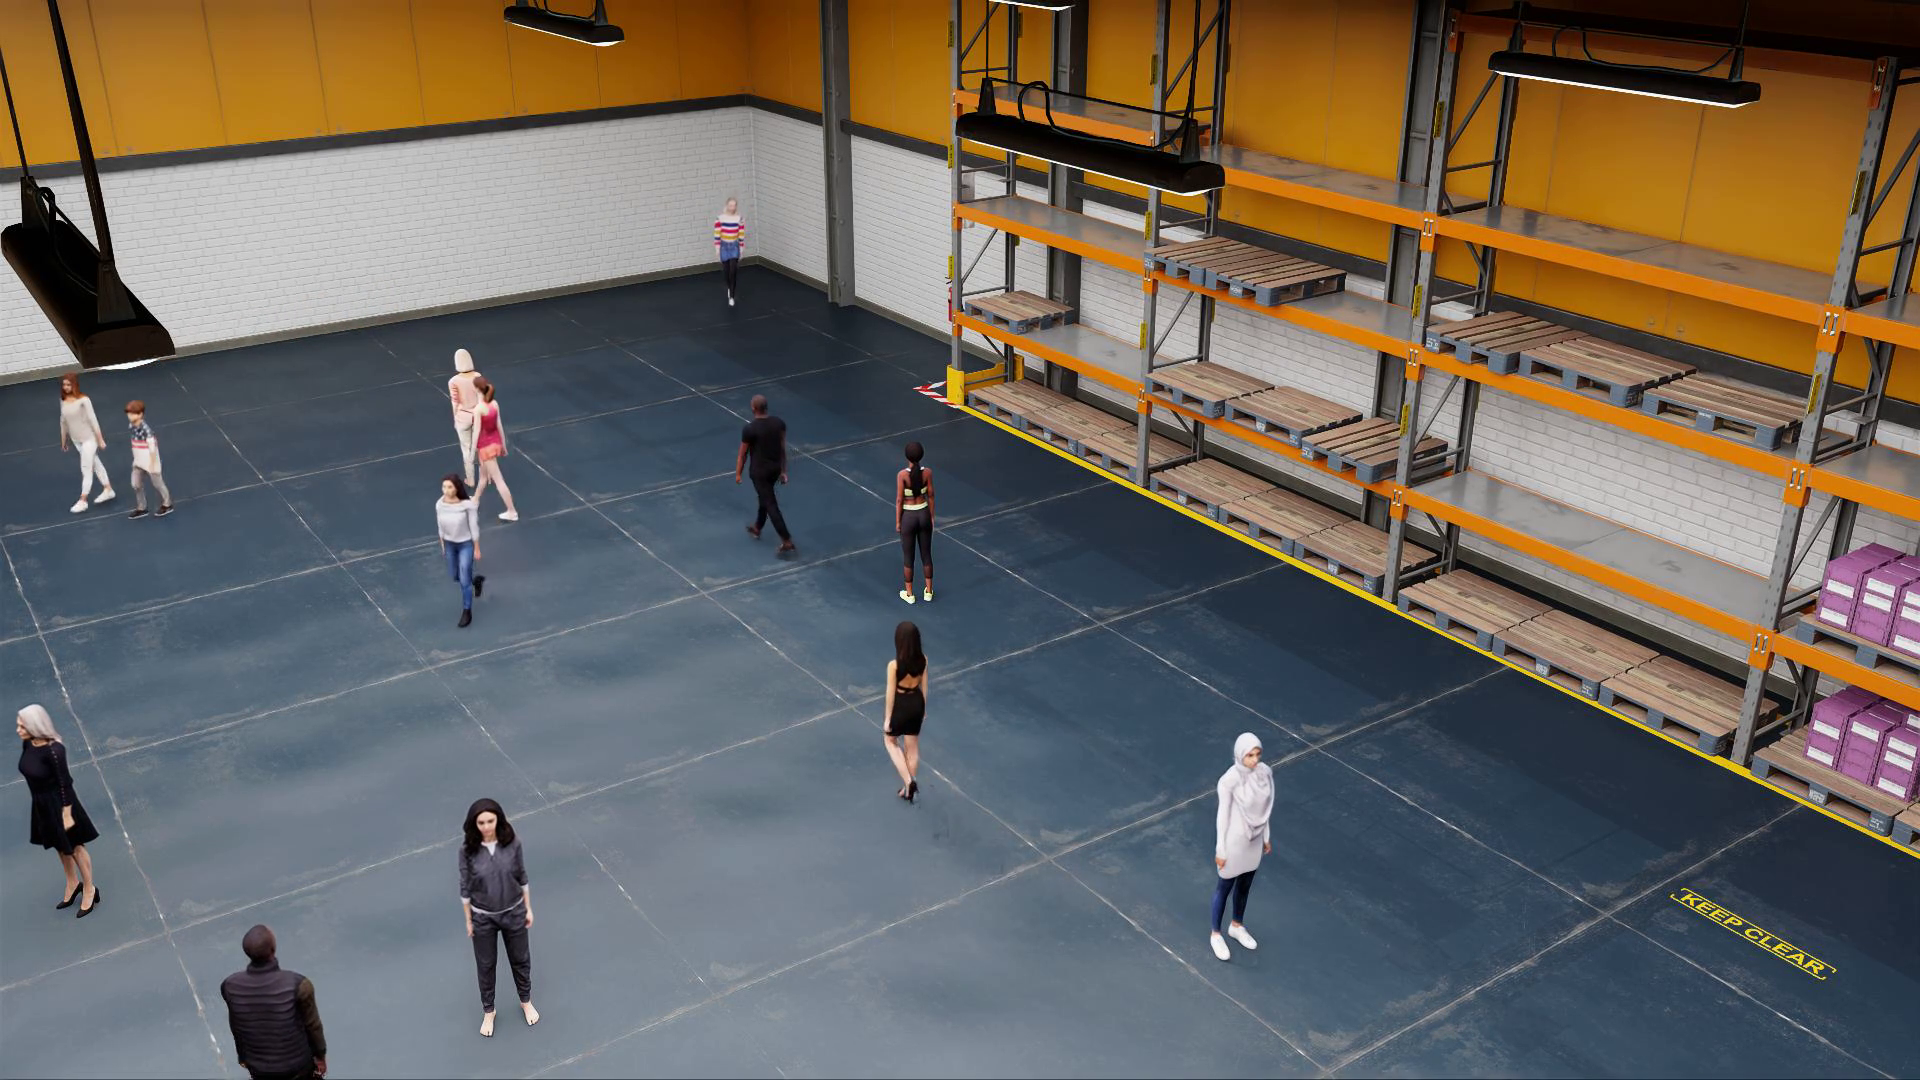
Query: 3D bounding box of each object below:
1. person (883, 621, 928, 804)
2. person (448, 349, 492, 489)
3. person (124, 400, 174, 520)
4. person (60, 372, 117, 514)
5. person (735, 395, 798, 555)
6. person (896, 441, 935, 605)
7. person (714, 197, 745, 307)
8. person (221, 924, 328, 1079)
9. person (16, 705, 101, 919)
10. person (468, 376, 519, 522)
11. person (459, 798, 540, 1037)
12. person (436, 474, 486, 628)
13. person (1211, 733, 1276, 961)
[{"bbox_3d":[-0.398,1.465,13.633,0.593,1.637,0.605,-15,28,-30],"label":"person"},{"bbox_3d":[-5.977,-1.493,20.291,0.599,1.725,0.534,-18,30,-36],"label":"person"},{"bbox_3d":[-9.472,-0.967,19.464,0.756,1.425,0.773,11,26,24],"label":"person"},{"bbox_3d":[-10.304,-1.216,19.723,1.006,1.672,1.008,9,25,19],"label":"person"},{"bbox_3d":[-2.094,-0.678,18.373,0.738,1.768,1.223,-18,29,-35],"label":"person"},{"bbox_3d":[-0.460,-0.187,17.268,0.623,1.754,0.597,-7,25,-16],"label":"person"},{"bbox_3d":[-3.885,-4.867,27.969,1.047,1.758,1.264,-2,24,-5],"label":"person"},{"bbox_3d":[-3.995,3.084,9.700,0.922,1.822,0.997,-1,24,-2],"label":"person"},{"bbox_3d":[-6.685,1.994,12.287,0.644,1.746,0.752,13,27,27],"label":"person"},{"bbox_3d":[-5.376,-1.023,19.231,1.154,1.713,0.971,9,25,19],"label":"person"},{"bbox_3d":[-3.096,2.487,11.136,0.639,1.765,0.585,-9,25,-20],"label":"person"},{"bbox_3d":[-5.033,0.059,16.880,0.949,1.614,0.983,6,24,13],"label":"person"},{"bbox_3d":[2.004,2.159,11.876,0.637,1.775,0.574,-12,26,-25],"label":"person"}]
